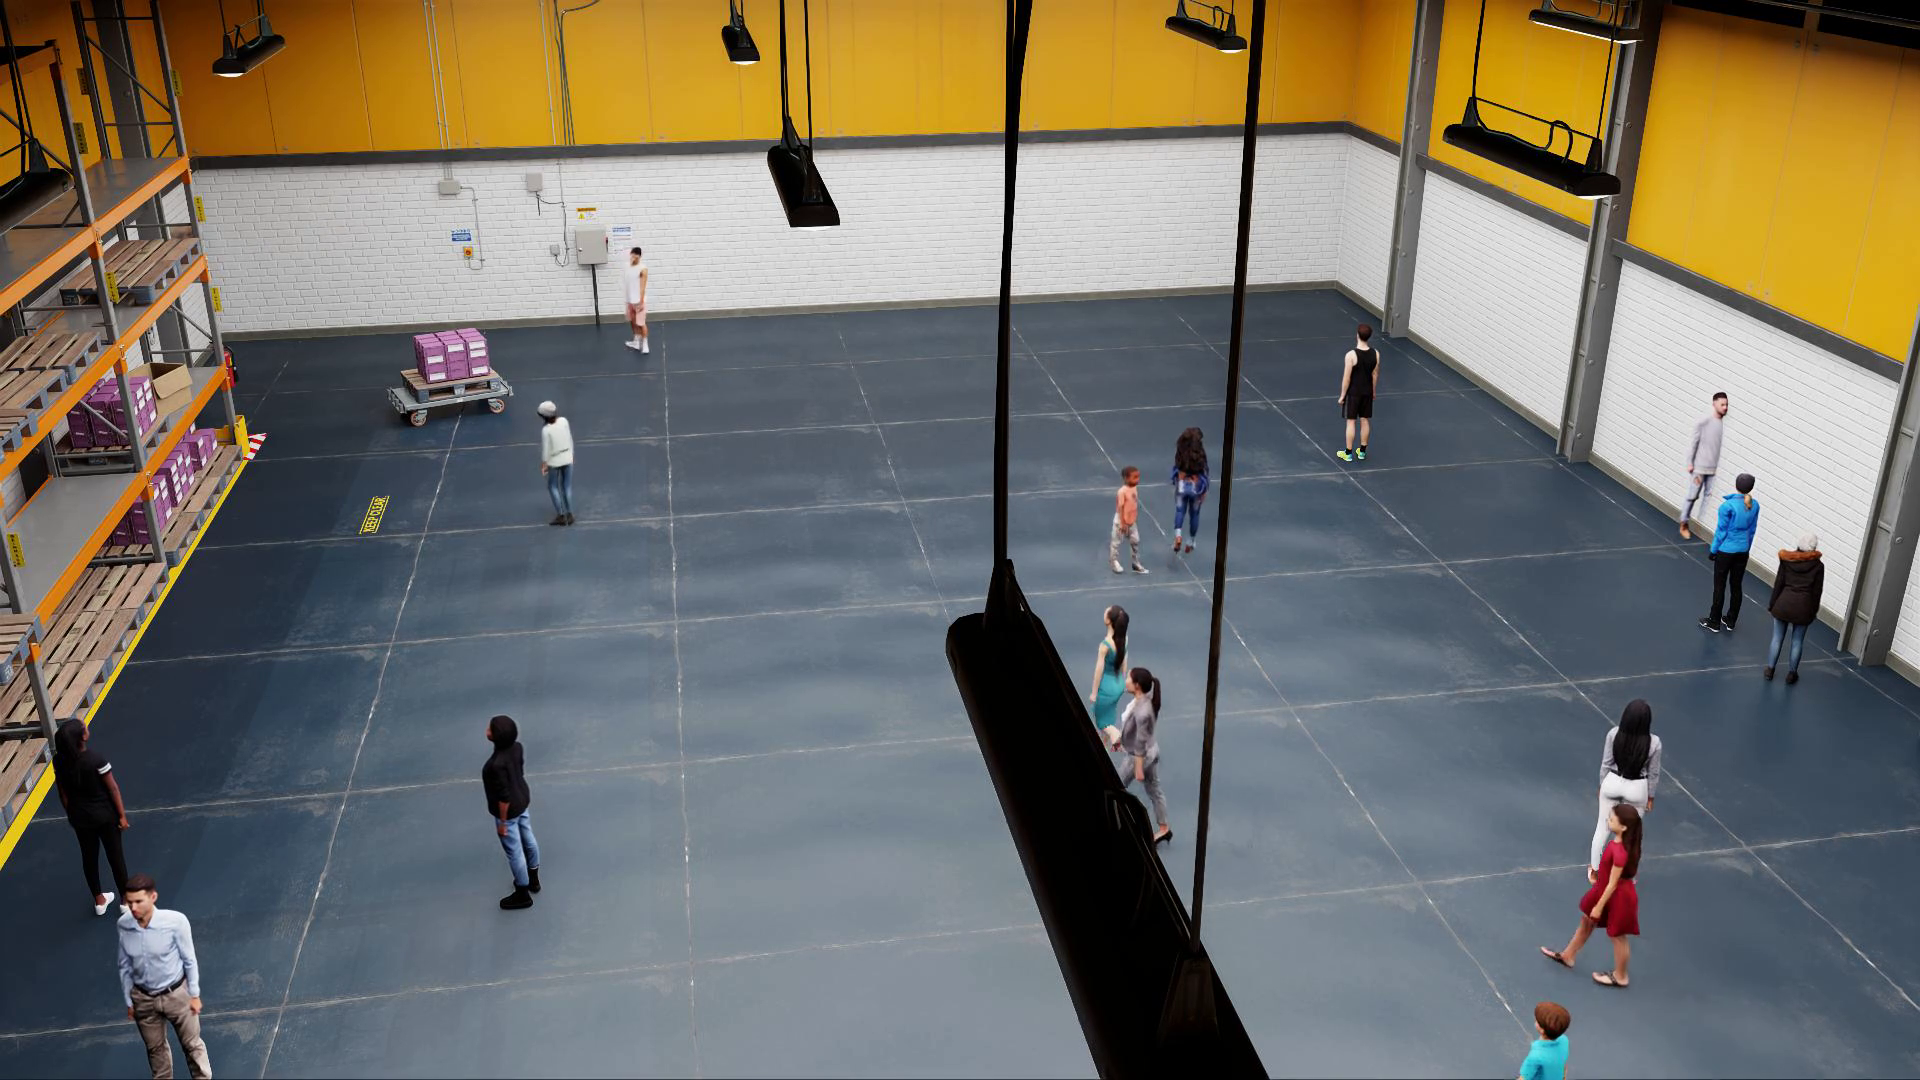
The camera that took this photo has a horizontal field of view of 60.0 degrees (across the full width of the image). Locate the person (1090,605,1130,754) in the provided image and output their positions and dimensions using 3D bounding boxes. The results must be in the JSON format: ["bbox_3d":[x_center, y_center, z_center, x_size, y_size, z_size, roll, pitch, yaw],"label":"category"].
[{"bbox_3d":[1.409,1.393,15.006,0.978,1.666,0.899,18,29,35],"label":"person"}]

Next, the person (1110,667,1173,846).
[{"bbox_3d":[1.610,1.862,13.978,0.997,1.629,1.108,6,24,13],"label":"person"}]

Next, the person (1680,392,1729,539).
[{"bbox_3d":[9.031,-0.926,20.097,0.708,1.837,0.618,-1,24,-2],"label":"person"}]

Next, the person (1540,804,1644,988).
[{"bbox_3d":[4.920,2.649,12.296,0.867,1.534,0.901,8,25,18],"label":"person"}]

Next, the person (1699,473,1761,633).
[{"bbox_3d":[8.233,0.131,17.730,0.624,1.795,0.529,-3,24,-6],"label":"person"}]

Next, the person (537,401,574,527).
[{"bbox_3d":[-4.933,-0.974,20.460,0.672,1.633,0.695,-14,27,-29],"label":"person"}]

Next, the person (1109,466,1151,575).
[{"bbox_3d":[1.859,-0.250,19.231,0.701,1.290,0.838,-16,29,-33],"label":"person"}]

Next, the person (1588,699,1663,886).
[{"bbox_3d":[5.373,2.045,13.440,0.672,1.725,0.712,12,26,26],"label":"person"}]

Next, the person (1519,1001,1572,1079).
[{"bbox_3d":[3.682,3.548,10.386,0.812,1.416,0.994,-18,29,-35],"label":"person"}]

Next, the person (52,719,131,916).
[{"bbox_3d":[-6.838,2.176,13.135,0.659,1.729,0.620,1,24,2],"label":"person"}]

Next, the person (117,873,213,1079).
[{"bbox_3d":[-5.305,3.016,11.065,0.654,1.848,0.613,-2,24,-5],"label":"person"}]

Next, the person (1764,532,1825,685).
[{"bbox_3d":[8.381,0.668,16.706,0.743,1.632,0.793,13,27,28],"label":"person"}]

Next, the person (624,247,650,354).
[{"bbox_3d":[-5.274,-3.919,27.036,0.920,1.762,0.794,-17,29,-34],"label":"person"}]

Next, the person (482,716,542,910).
[{"bbox_3d":[-3.560,2.147,13.236,0.709,1.701,0.592,4,24,10],"label":"person"}]

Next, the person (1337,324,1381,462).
[{"bbox_3d":[5.392,-1.991,22.464,0.682,1.892,0.574,-5,24,-11],"label":"person"}]

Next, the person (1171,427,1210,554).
[{"bbox_3d":[2.668,-0.552,19.525,0.848,1.609,0.948,9,25,20],"label":"person"}]
